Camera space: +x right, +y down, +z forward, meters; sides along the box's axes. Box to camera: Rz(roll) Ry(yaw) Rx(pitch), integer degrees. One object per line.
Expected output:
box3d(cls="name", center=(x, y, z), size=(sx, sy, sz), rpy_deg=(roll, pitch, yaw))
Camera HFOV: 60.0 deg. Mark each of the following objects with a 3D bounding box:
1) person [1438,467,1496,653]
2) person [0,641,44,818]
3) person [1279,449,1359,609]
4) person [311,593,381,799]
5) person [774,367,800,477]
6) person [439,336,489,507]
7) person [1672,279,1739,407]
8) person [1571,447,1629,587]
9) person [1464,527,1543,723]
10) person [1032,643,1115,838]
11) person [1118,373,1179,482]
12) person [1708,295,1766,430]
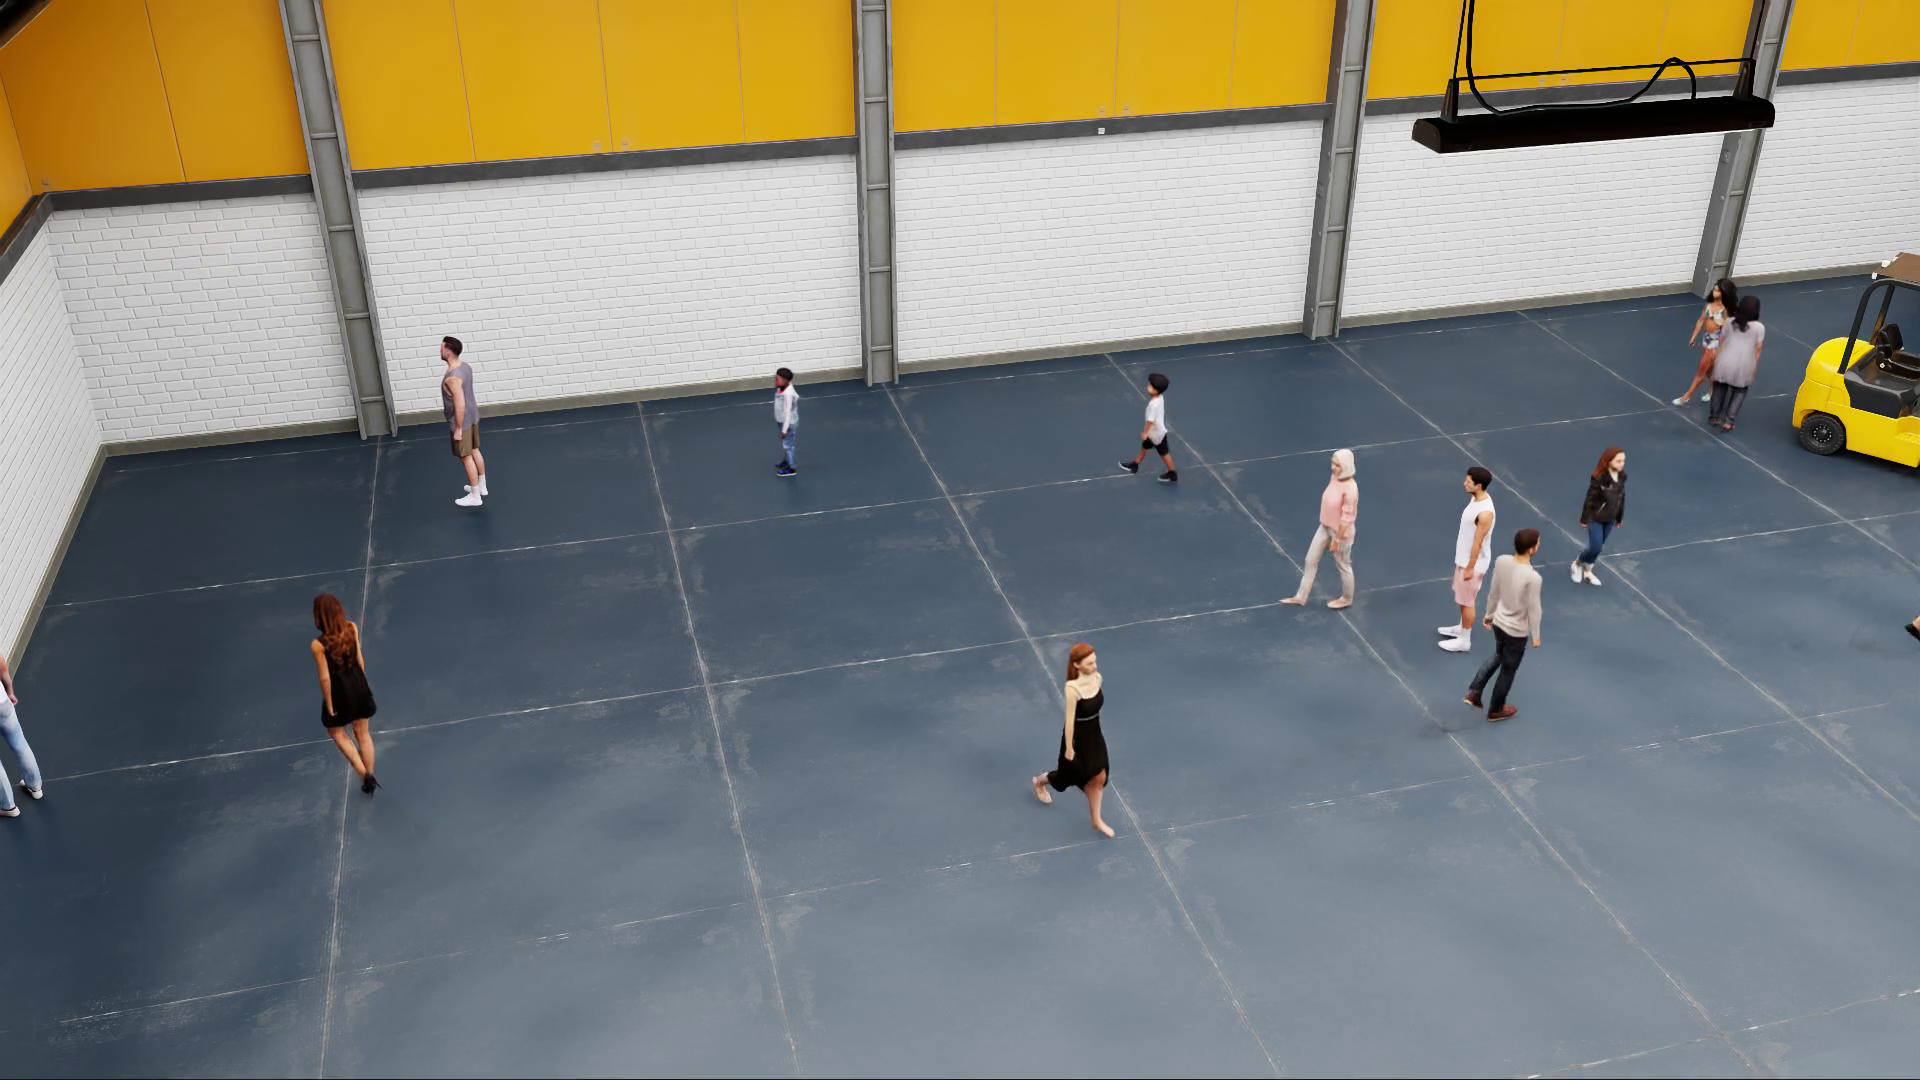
box3d(cls="person", center=(4.626, 0.169, 14.972), size=(0.725, 1.779, 0.732), rpy_deg=(4, 29, 7))
box3d(cls="person", center=(-7.513, 1.294, 12.833), size=(0.756, 1.851, 0.723), rpy_deg=(12, 31, 21))
box3d(cls="person", center=(3.604, -0.088, 15.528), size=(0.907, 1.697, 0.592), rpy_deg=(-7, 29, -13))
box3d(cls="person", center=(-4.700, 1.255, 12.928), size=(0.807, 1.829, 0.753), rpy_deg=(22, 36, 35))
box3d(cls="person", center=(-1.880, -1.317, 18.237), size=(0.515, 1.260, 0.495), rpy_deg=(-6, 29, -11))
box3d(cls="person", center=(-5.152, -1.242, 17.214), size=(0.673, 1.844, 0.698), rpy_deg=(2, 29, 3))
box3d(cls="person", center=(8.993, -2.325, 19.742), size=(0.954, 1.589, 0.559), rpy_deg=(-9, 30, -16))
box3d(cls="person", center=(6.152, -0.261, 16.076), size=(0.534, 1.476, 0.660), rpy_deg=(-13, 31, -22))
box3d(cls="person", center=(4.522, 0.742, 13.841), size=(0.780, 1.855, 0.702), rpy_deg=(-11, 31, -20))
box3d(cls="person", center=(0.866, 1.491, 12.737), size=(1.040, 1.598, 0.940), rpy_deg=(-24, 37, -37))
box3d(cls="person", center=(2.186, -1.192, 18.046), size=(0.961, 1.223, 0.791), rpy_deg=(8, 30, 15))
box3d(cls="person", center=(8.950, -2.043, 19.208), size=(0.777, 1.605, 0.836), rpy_deg=(15, 32, 25))
